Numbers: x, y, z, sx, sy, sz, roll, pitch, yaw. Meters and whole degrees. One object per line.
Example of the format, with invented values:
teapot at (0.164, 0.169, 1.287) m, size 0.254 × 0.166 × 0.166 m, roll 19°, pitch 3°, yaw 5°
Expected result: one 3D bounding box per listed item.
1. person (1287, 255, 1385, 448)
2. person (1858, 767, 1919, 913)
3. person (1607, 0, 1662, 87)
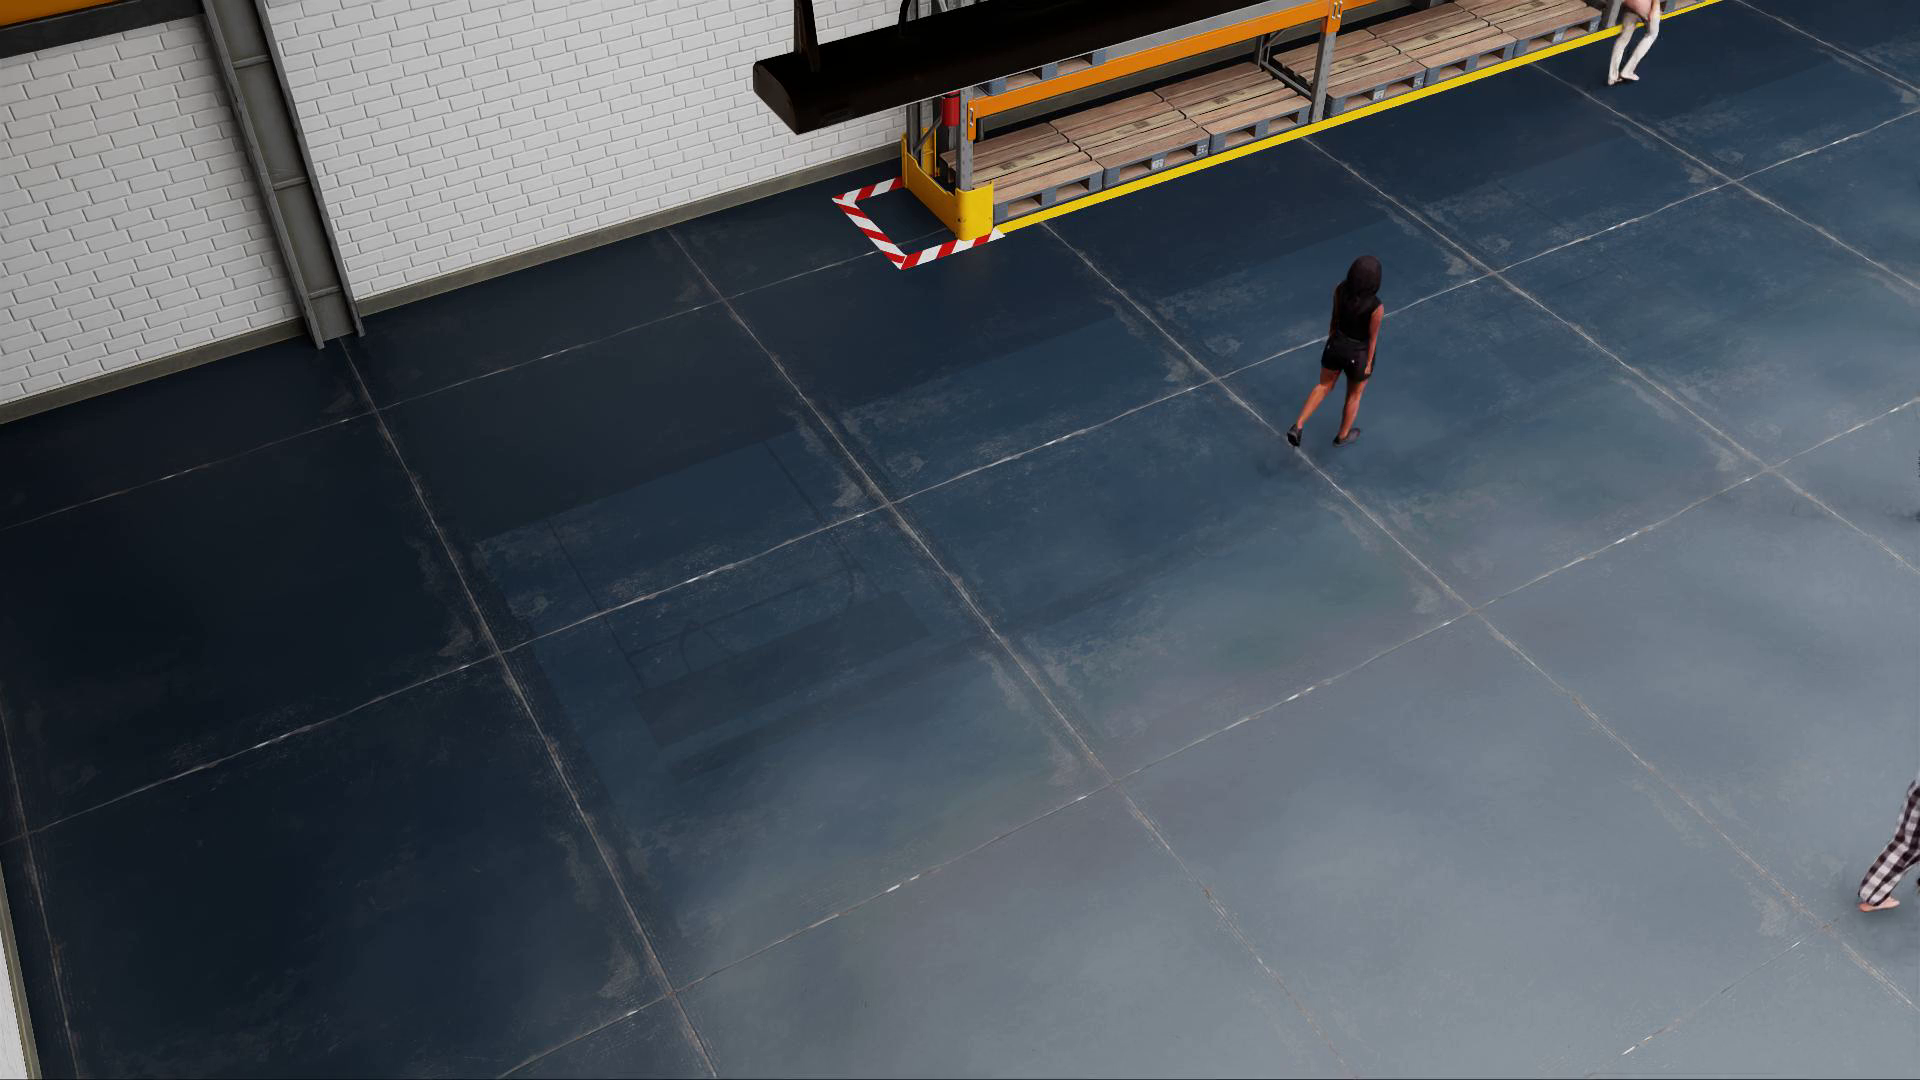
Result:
person at (2.791, -1.318, 12.207) m, size 0.991 × 1.725 × 0.684 m, roll -29°, pitch 51°, yaw -27°
person at (5.455, 1.462, 9.240) m, size 0.900 × 1.794 × 0.708 m, roll -15°, pitch 46°, yaw -15°
person at (6.646, -5.269, 16.364) m, size 0.596 × 1.713 × 0.593 m, roll -22°, pitch 48°, yaw -21°
